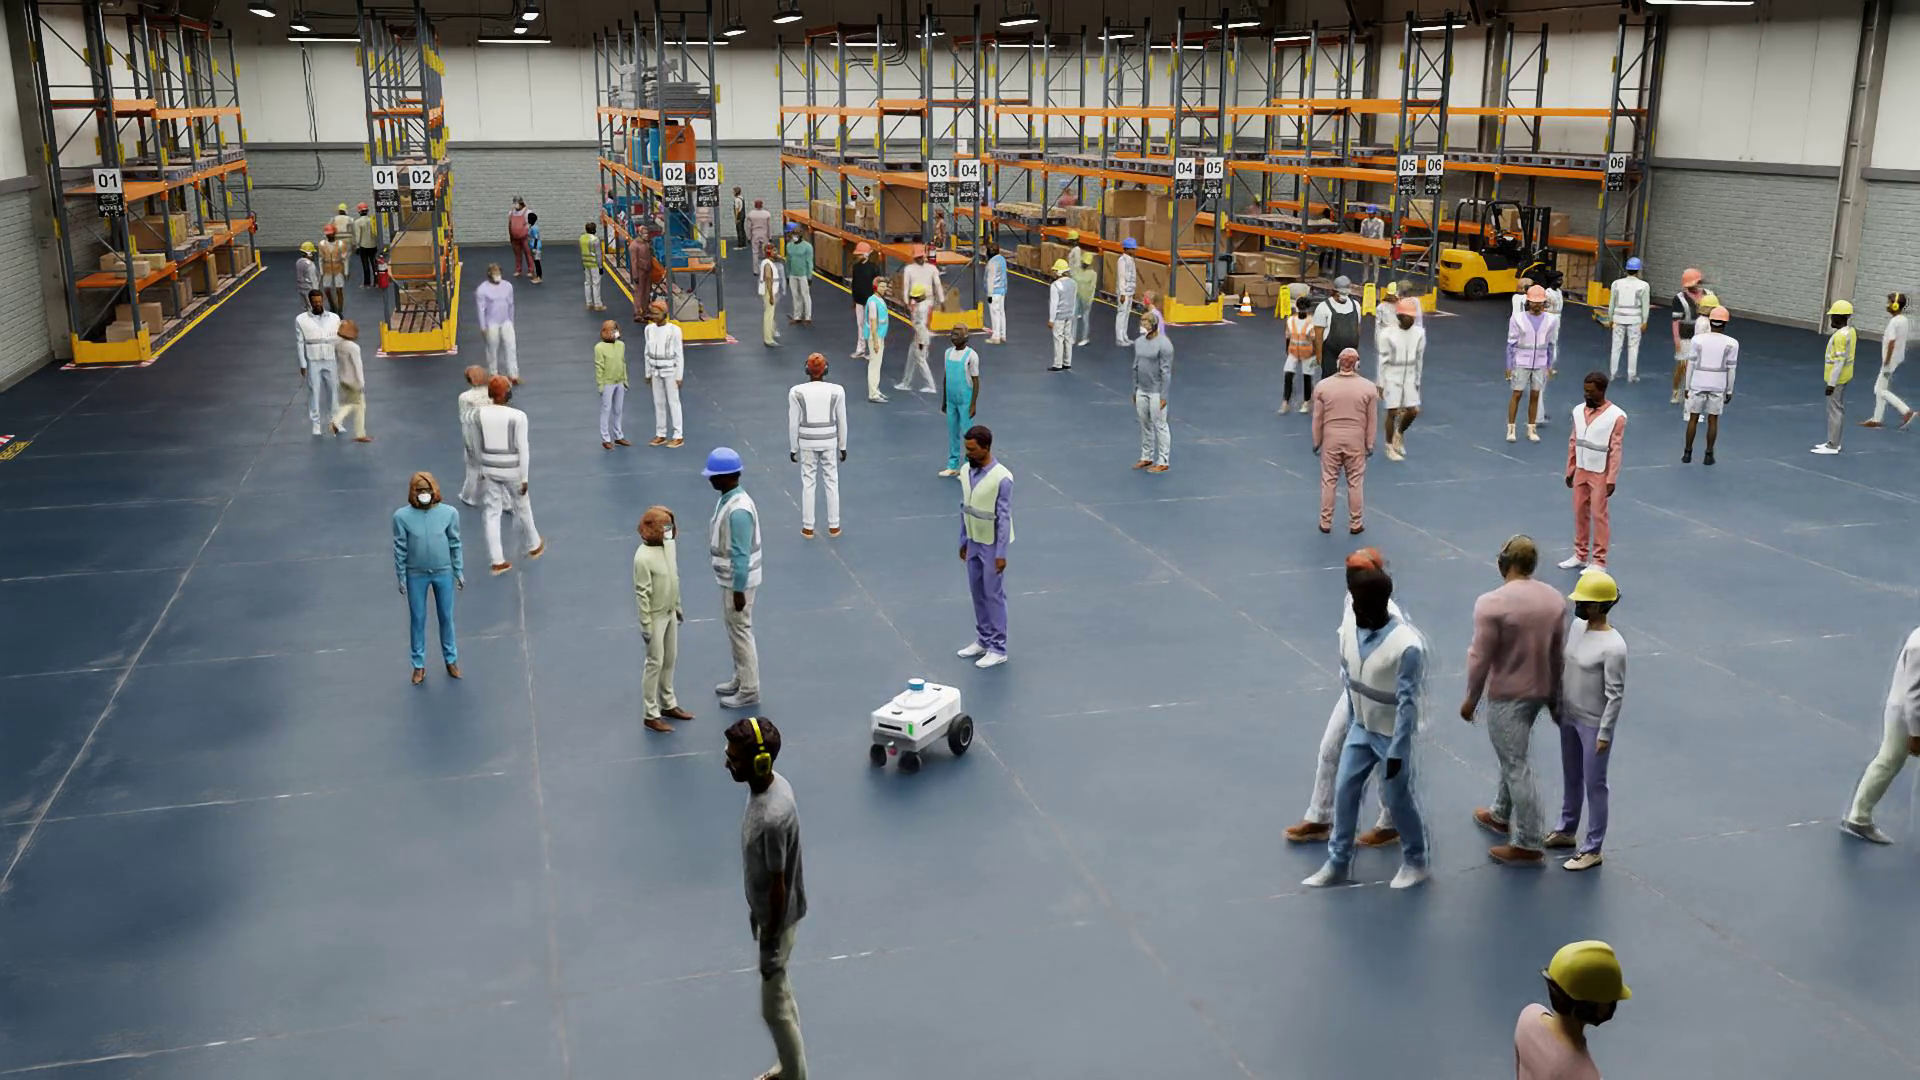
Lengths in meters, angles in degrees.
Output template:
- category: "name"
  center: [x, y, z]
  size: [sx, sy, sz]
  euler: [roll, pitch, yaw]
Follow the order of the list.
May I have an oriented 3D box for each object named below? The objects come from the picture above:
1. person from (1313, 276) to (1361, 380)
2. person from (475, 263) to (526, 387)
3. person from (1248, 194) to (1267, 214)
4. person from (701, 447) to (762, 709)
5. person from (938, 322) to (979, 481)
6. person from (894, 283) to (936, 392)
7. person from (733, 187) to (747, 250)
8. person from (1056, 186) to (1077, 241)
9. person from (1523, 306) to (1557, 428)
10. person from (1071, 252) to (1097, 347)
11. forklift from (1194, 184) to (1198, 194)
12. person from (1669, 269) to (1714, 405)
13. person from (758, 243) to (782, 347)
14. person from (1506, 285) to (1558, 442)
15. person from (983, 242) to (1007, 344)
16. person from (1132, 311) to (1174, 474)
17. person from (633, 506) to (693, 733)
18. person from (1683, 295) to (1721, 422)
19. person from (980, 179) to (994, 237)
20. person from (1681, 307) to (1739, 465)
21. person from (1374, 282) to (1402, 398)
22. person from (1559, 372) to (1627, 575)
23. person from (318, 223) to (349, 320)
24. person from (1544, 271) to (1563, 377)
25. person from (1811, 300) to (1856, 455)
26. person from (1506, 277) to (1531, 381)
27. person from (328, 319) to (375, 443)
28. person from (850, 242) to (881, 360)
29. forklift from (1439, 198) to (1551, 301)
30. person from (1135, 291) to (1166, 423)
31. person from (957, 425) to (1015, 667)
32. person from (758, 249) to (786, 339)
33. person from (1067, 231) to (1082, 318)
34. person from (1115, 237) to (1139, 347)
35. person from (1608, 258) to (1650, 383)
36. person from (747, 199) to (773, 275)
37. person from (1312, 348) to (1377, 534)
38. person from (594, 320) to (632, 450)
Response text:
- category: "person"
  center: [5.209, -2.632, 22.841]
  size: [0.686, 2.000, 0.535]
  euler: [-5, 16, -17]
- category: "person"
  center: [-7.046, -3.276, 25.513]
  size: [0.657, 1.903, 0.870]
  euler: [-13, 20, -41]
- category: "person"
  center: [8.338, -8.809, 46.640]
  size: [0.542, 1.750, 0.394]
  euler: [-2, 15, -6]
- category: "person"
  center: [-1.650, 0.269, 12.131]
  size: [0.418, 1.938, 0.616]
  euler: [-4, 15, -14]
- category: "person"
  center: [-0.011, -1.610, 19.369]
  size: [0.513, 1.846, 0.335]
  euler: [13, 20, 41]
- category: "person"
  center: [-0.664, -3.052, 25.114]
  size: [0.616, 1.671, 0.550]
  euler: [-1, 15, -5]
- category: "person"
  center: [-6.481, -9.443, 48.868]
  size: [0.343, 1.839, 0.506]
  euler: [4, 15, 16]
- category: "person"
  center: [3.108, -9.393, 48.609]
  size: [0.650, 1.879, 0.470]
  euler: [-8, 17, -27]
- category: "person"
  center: [7.771, -2.409, 22.417]
  size: [0.480, 1.817, 0.600]
  euler: [12, 19, 37]
- category: "person"
  center: [2.146, -4.276, 29.662]
  size: [0.589, 1.701, 0.862]
  euler: [6, 16, 22]
- category: "forklift"
  center: [7.392, -11.333, 53.972]
  size: [1.873, 2.768, 1.129]
  euler: [-4, 15, -15]
- category: "person"
  center: [10.682, -2.940, 24.122]
  size: [0.801, 1.994, 0.389]
  euler: [-3, 15, -11]
- category: "person"
  center: [-3.424, -4.396, 29.847]
  size: [0.389, 1.848, 0.563]
  euler: [-2, 15, -8]
- category: "person"
  center: [7.367, -2.266, 21.458]
  size: [0.614, 2.040, 0.391]
  euler: [1, 15, 2]
- category: "person"
  center: [0.629, -4.499, 30.282]
  size: [0.431, 1.836, 0.626]
  euler: [6, 16, 21]
- category: "person"
  center: [2.277, -1.756, 19.771]
  size: [0.375, 1.932, 0.628]
  euler: [-10, 18, -32]
- category: "person"
  center: [-2.103, 0.545, 11.689]
  size: [0.288, 1.623, 0.507]
  euler: [5, 16, 18]
- category: "person"
  center: [10.253, -2.515, 22.971]
  size: [0.322, 1.742, 0.493]
  euler: [7, 17, 26]
- category: "person"
  center: [0.898, -10.670, 53.291]
  size: [0.553, 1.934, 0.364]
  euler: [-1, 15, -4]
- category: "person"
  center: [9.106, -1.869, 20.207]
  size: [0.547, 1.923, 0.391]
  euler: [7, 16, 24]
- category: "person"
  center: [6.396, -2.959, 24.666]
  size: [0.491, 1.733, 0.317]
  euler: [2, 15, 7]
- category: "person"
  center: [5.928, -0.631, 15.575]
  size: [0.402, 1.908, 0.599]
  euler: [-7, 16, -25]
- category: "person"
  center: [-12.608, -5.403, 33.479]
  size: [0.588, 1.927, 0.442]
  euler: [-3, 15, -9]
- category: "person"
  center: [9.465, -3.476, 26.692]
  size: [0.536, 1.692, 0.320]
  euler: [-14, 20, -43]
- category: "person"
  center: [10.936, -2.030, 20.793]
  size: [0.384, 1.925, 0.593]
  euler: [11, 18, 36]
- category: "person"
  center: [8.781, -3.283, 26.051]
  size: [0.307, 1.645, 0.513]
  euler: [-4, 15, -13]
- category: "person"
  center: [-7.863, -2.027, 21.373]
  size: [0.512, 1.614, 0.503]
  euler: [11, 18, 35]
- category: "person"
  center: [-1.614, -4.076, 28.368]
  size: [0.613, 1.991, 0.391]
  euler: [12, 19, 39]
- category: "forklift"
  center: [11.913, -6.508, 37.130]
  size: [2.313, 2.155, 1.214]
  euler: [-4, 15, -15]
- category: "person"
  center: [2.637, -2.484, 22.730]
  size: [0.417, 1.822, 0.620]
  euler: [3, 15, 10]
- category: "person"
  center: [0.199, 0.031, 13.086]
  size: [0.405, 1.908, 0.597]
  euler: [-10, 18, -34]
- category: "person"
  center: [-3.487, -4.601, 30.923]
  size: [0.486, 1.682, 0.932]
  euler: [-7, 17, -26]
- category: "person"
  center: [2.317, -5.376, 33.698]
  size: [0.329, 1.765, 0.526]
  euler: [1, 15, 2]
- category: "person"
  center: [2.995, -4.453, 29.871]
  size: [0.406, 1.945, 0.615]
  euler: [6, 16, 21]
- category: "person"
  center: [10.472, -3.438, 26.066]
  size: [0.631, 1.945, 0.413]
  euler: [12, 19, 39]
- category: "person"
  center: [-5.035, -7.618, 41.860]
  size: [0.638, 1.910, 0.407]
  euler: [-1, 15, -5]
- category: "person"
  center: [3.917, -1.006, 16.980]
  size: [0.643, 1.910, 0.399]
  euler: [4, 15, 16]
- category: "person"
  center: [-4.417, -1.979, 21.156]
  size: [0.275, 1.636, 0.507]
  euler: [10, 18, 33]
